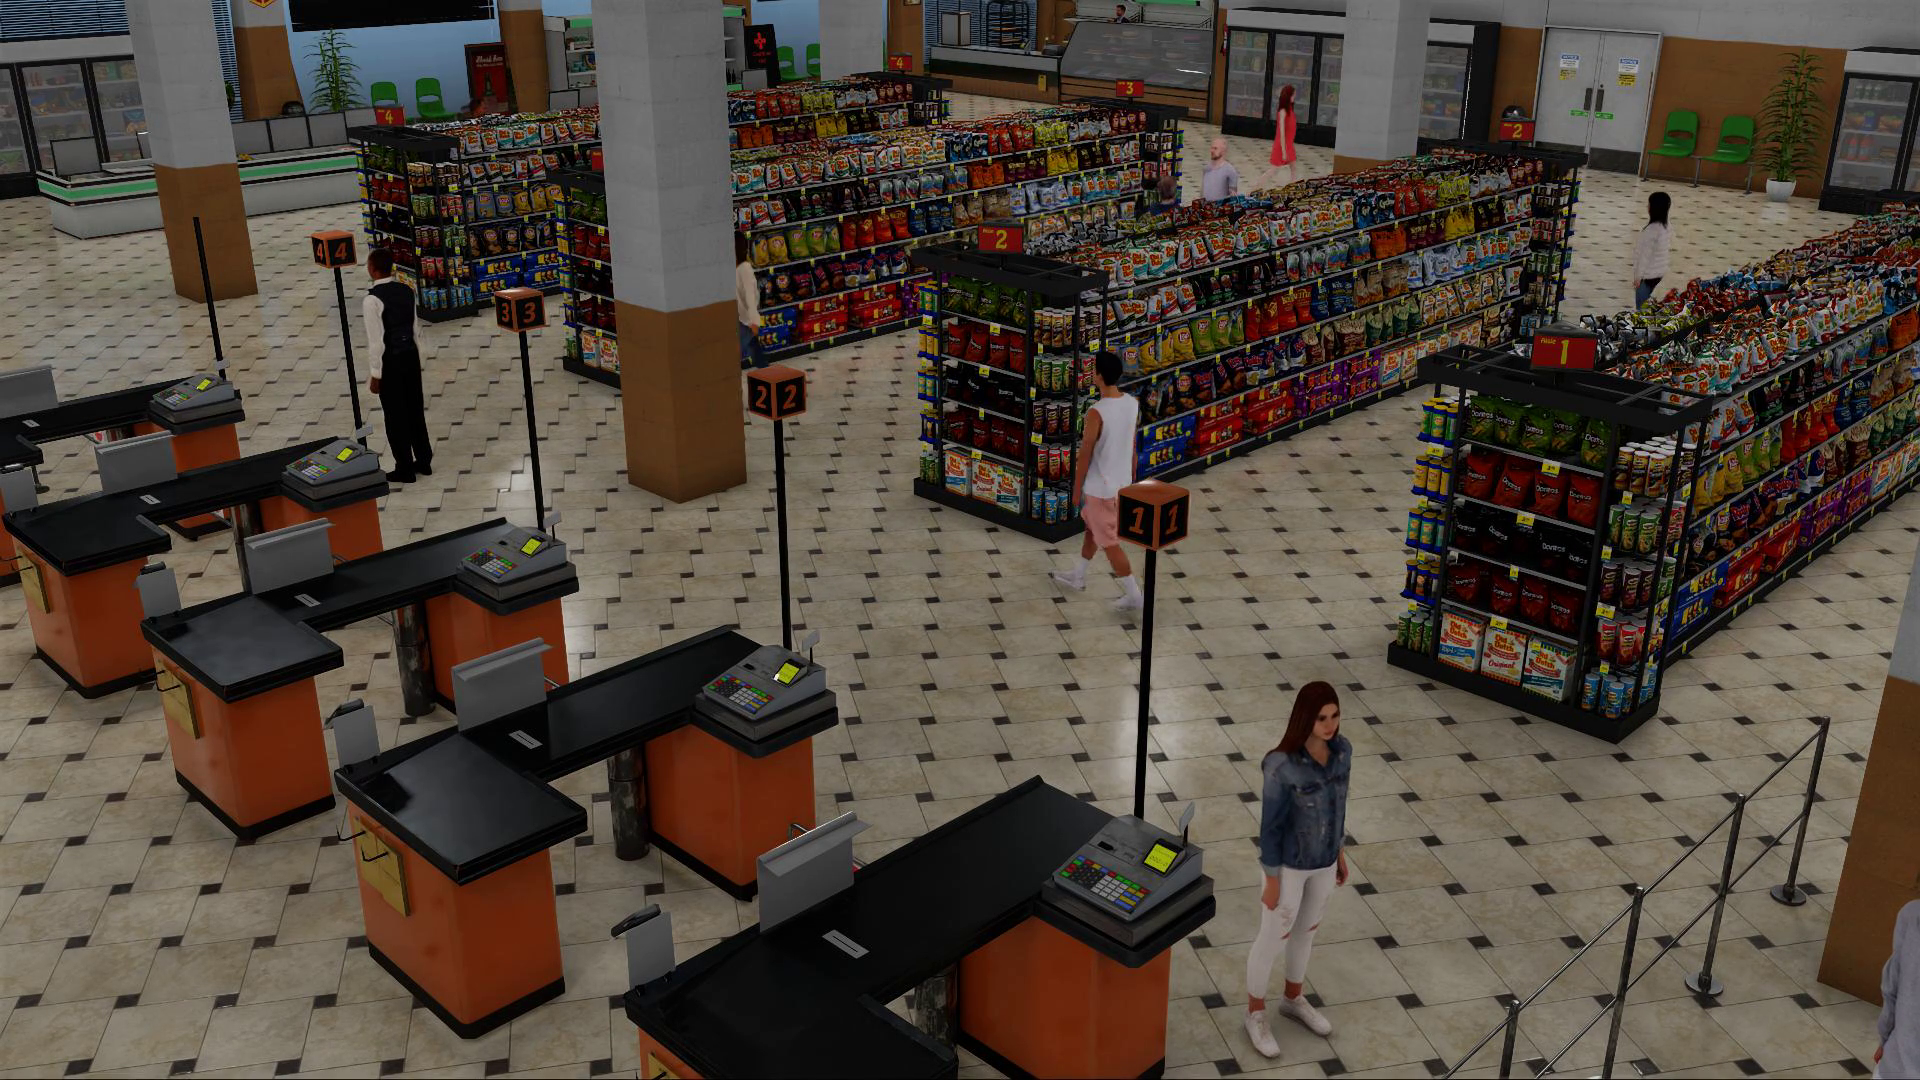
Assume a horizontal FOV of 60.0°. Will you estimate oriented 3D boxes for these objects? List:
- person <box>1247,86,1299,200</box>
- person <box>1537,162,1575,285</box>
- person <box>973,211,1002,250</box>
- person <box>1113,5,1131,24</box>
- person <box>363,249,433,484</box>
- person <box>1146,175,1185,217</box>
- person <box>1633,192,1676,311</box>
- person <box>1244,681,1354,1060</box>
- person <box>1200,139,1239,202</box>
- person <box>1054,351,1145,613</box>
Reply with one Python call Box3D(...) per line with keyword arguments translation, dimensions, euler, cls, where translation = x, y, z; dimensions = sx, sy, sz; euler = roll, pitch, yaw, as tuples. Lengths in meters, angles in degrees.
Box3D(translation=(4.654, -5.719, 24.424), dimensions=(0.908, 1.786, 1.158), euler=(11, 25, 26), cls="person")
Box3D(translation=(6.819, -3.608, 19.279), dimensions=(0.883, 1.705, 0.750), euler=(1, 22, 3), cls="person")
Box3D(translation=(0.361, -2.373, 16.227), dimensions=(0.713, 1.689, 0.872), euler=(14, 26, 30), cls="person")
Box3D(translation=(3.711, -11.417, 38.498), dimensions=(0.548, 1.867, 0.627), euler=(-20, 30, -41), cls="person")
Box3D(translation=(-4.590, -1.420, 13.547), dimensions=(0.820, 1.919, 0.651), euler=(10, 24, 23), cls="person")
Box3D(translation=(2.073, -2.728, 16.912), dimensions=(0.907, 1.837, 1.107), euler=(10, 24, 23), cls="person")
Box3D(translation=(7.299, -2.812, 17.395), dimensions=(0.678, 1.633, 0.693), euler=(-19, 29, -39), cls="person")
Box3D(translation=(1.414, 1.346, 6.956), dimensions=(0.532, 1.700, 0.724), euler=(-13, 25, -29), cls="person")
Box3D(translation=(3.017, -3.797, 19.573), dimensions=(0.597, 1.837, 0.685), euler=(-18, 28, -37), cls="person")
Box3D(translation=(1.024, -0.340, 11.088), dimensions=(0.706, 1.749, 1.033), euler=(20, 30, 41), cls="person")
